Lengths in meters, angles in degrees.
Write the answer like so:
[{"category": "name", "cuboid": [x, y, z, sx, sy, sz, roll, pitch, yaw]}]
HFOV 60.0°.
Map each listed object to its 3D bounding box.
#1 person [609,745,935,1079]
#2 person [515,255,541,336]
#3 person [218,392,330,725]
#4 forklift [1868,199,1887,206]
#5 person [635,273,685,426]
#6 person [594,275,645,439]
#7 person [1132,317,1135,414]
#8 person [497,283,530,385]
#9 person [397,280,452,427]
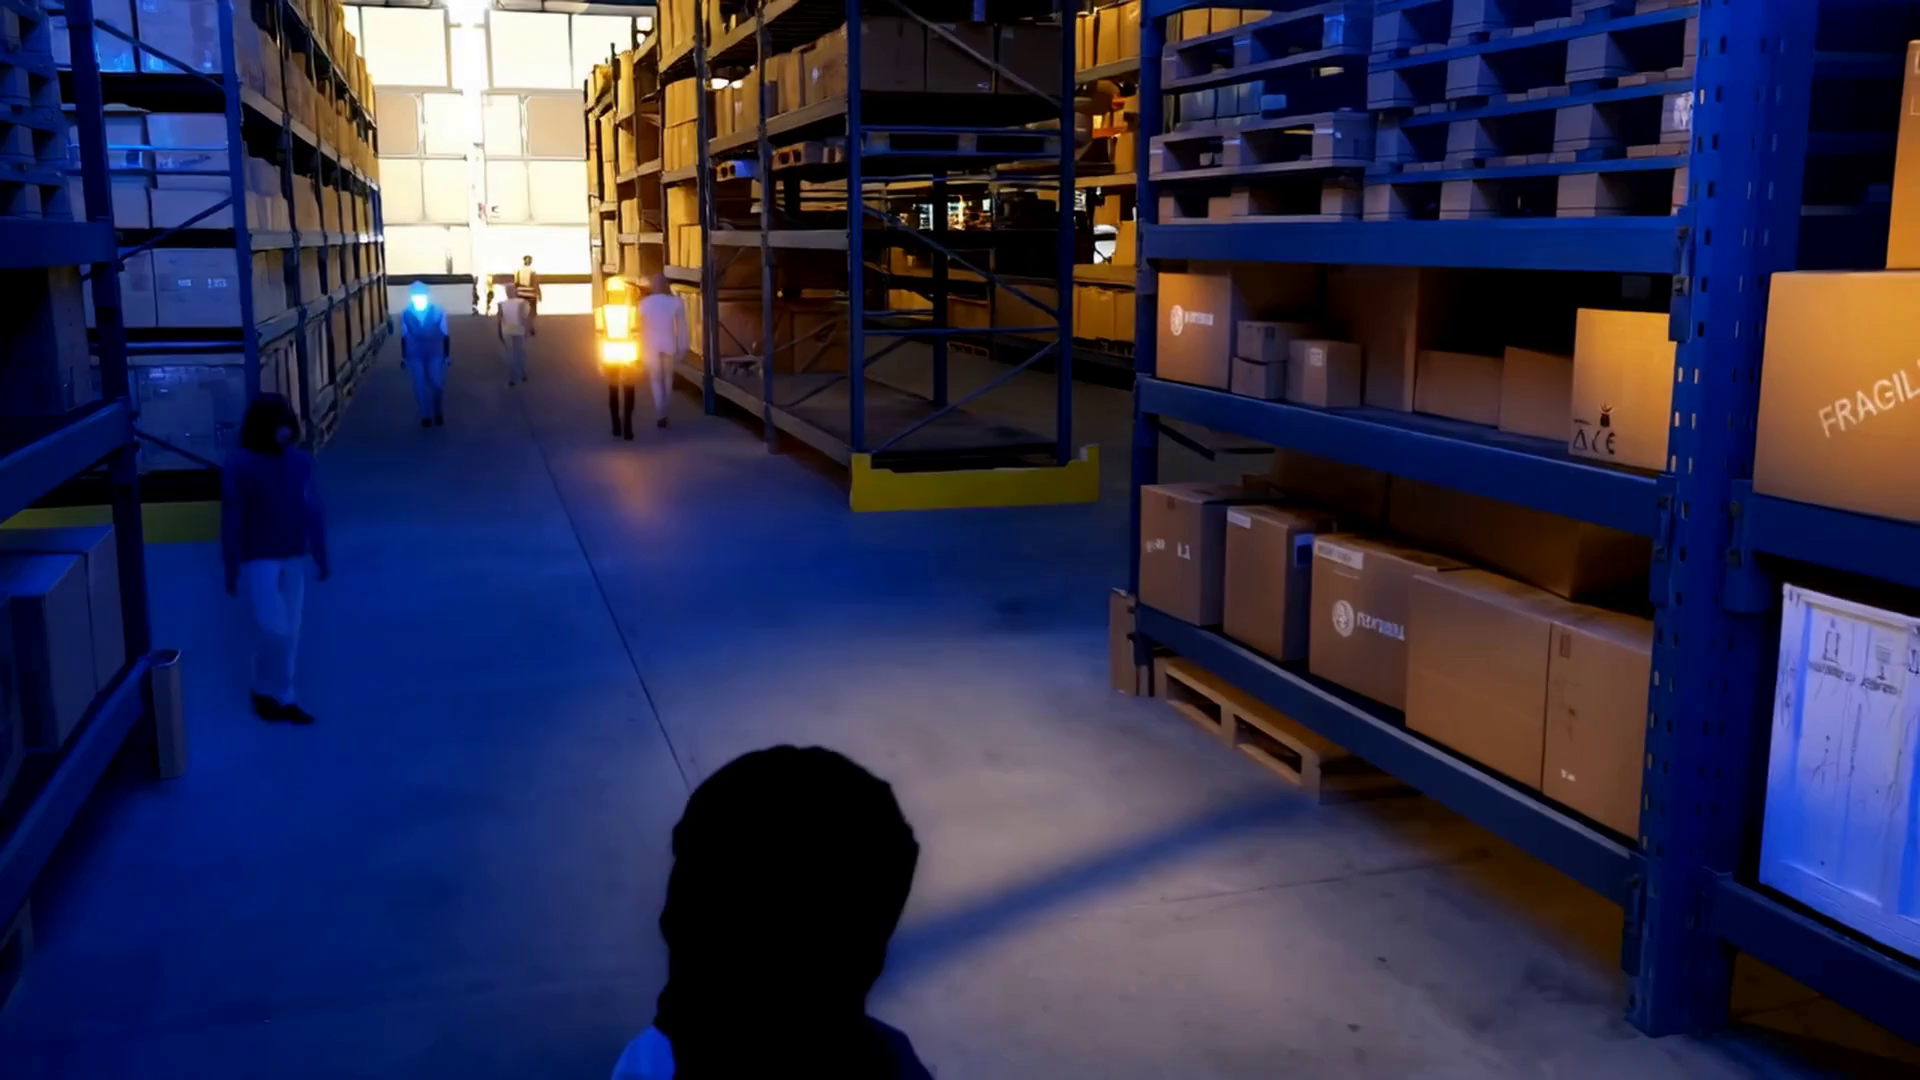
[{"category": "person", "cuboid": [-0.133, 1.115, 1.591, 0.588, 1.922, 0.392, 9, 14, 41]}, {"category": "person", "cuboid": [-10.194, -5.749, 39.206, 0.611, 1.930, 0.587, 1, 10, 6]}, {"category": "person", "cuboid": [-3.248, 0.104, 7.931, 0.349, 1.617, 0.527, 6, 12, 29]}, {"category": "forklift", "cuboid": [11.338, -2.915, 21.052, 1.129, 2.768, 1.873, -3, 11, -17]}, {"category": "person", "cuboid": [-3.744, -2.376, 20.772, 0.637, 1.914, 0.891, -3, 11, -16]}, {"category": "person", "cuboid": [-3.982, -2.131, 19.449, 0.553, 1.908, 0.893, -1, 10, -8]}, {"category": "person", "cuboid": [2.477, -2.457, 21.987, 0.295, 1.625, 0.534, -7, 13, -35]}, {"category": "person", "cuboid": [-7.125, -3.295, 26.611, 0.530, 1.599, 0.819, -1, 10, -7]}, {"category": "person", "cuboid": [-6.598, -2.277, 20.466, 0.630, 1.814, 0.584, -3, 11, -14]}]
